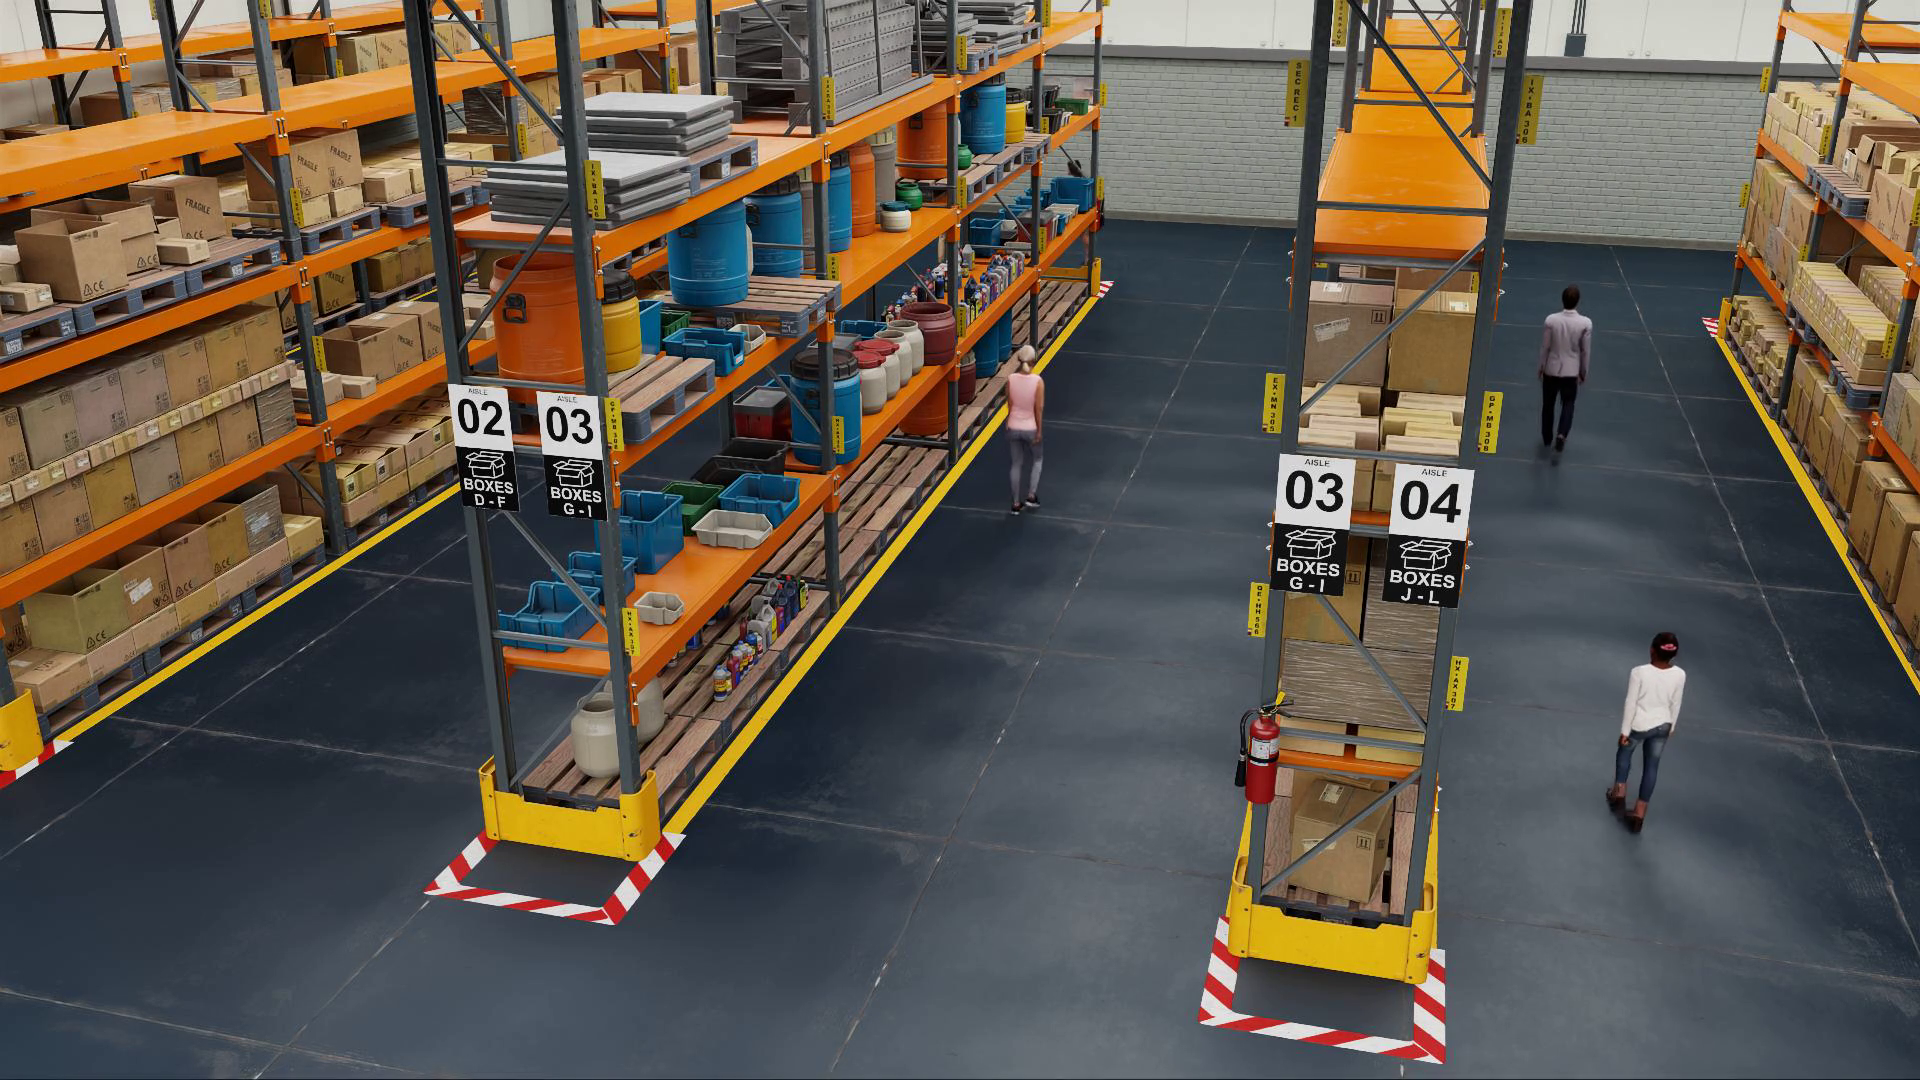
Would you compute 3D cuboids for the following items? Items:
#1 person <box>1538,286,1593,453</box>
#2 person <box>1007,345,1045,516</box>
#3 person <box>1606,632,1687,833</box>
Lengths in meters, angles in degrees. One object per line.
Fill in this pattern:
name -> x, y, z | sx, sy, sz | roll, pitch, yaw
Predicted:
person -> 6.580, -1.837, 18.204 | 0.730, 1.832, 1.009 | 8, 23, 18
person -> 0.610, -1.058, 16.462 | 0.542, 1.709, 0.590 | 6, 23, 14
person -> 4.609, 1.279, 11.104 | 0.602, 1.439, 0.755 | 3, 22, 7
